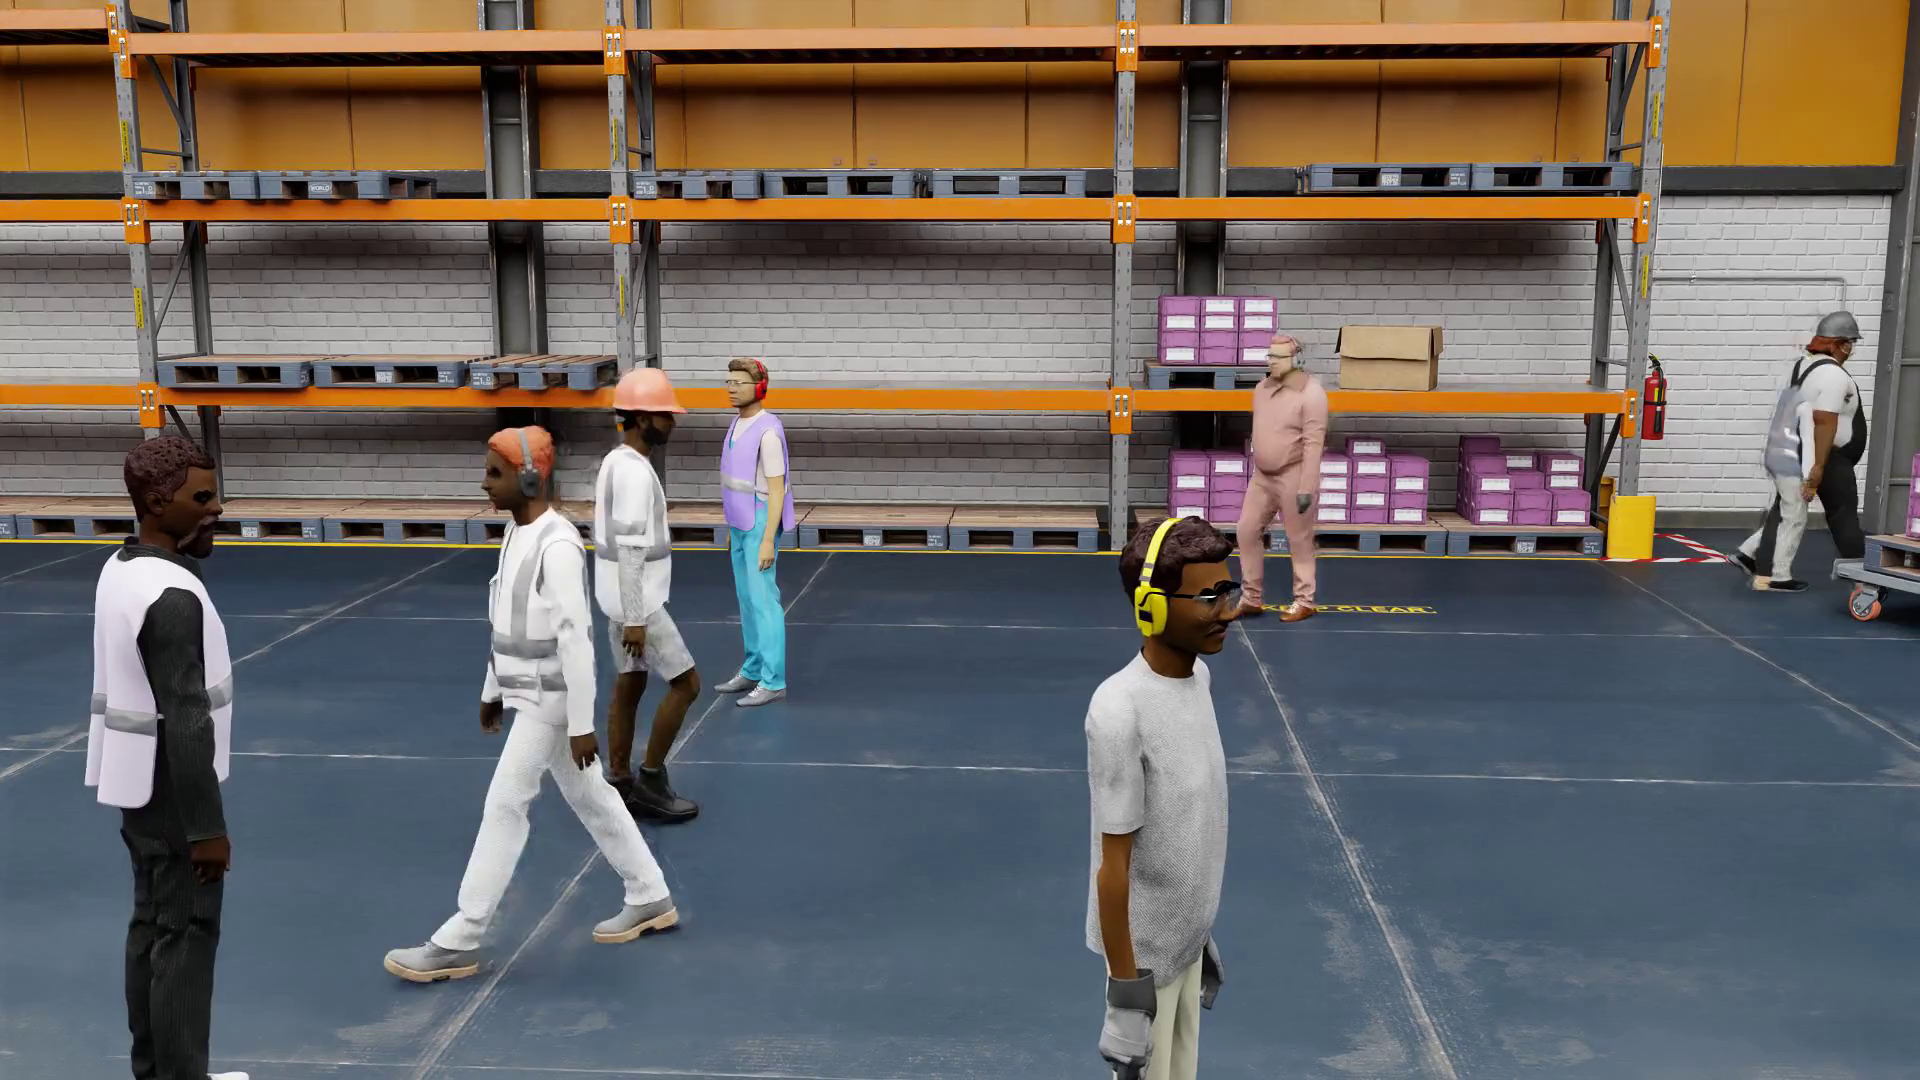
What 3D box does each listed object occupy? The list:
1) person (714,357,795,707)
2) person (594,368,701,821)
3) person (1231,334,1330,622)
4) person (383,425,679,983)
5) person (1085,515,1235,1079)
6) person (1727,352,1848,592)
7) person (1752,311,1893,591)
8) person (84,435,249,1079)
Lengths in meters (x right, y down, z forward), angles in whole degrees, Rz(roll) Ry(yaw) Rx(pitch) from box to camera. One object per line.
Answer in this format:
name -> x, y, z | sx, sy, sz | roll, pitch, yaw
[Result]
person -> -1.090, -0.047, 8.868 | 0.379, 1.849, 0.570 | -5, 11, -27
person -> -1.277, 0.245, 6.953 | 0.530, 1.919, 0.580 | -3, 10, -17
person -> 2.025, -0.379, 10.741 | 0.769, 1.877, 0.663 | -7, 12, -34
person -> -1.420, 0.528, 5.576 | 1.005, 1.832, 0.597 | -4, 11, -24
person -> 0.431, 0.870, 3.448 | 0.319, 1.870, 0.532 | 5, 11, 25
person -> 5.891, -0.512, 11.779 | 0.611, 1.795, 0.642 | 3, 10, 14
person -> 6.147, -0.624, 11.694 | 0.993, 2.000, 0.692 | 0, 10, 0
person -> -2.108, 0.678, 4.434 | 0.375, 1.915, 0.592 | -7, 12, -37
